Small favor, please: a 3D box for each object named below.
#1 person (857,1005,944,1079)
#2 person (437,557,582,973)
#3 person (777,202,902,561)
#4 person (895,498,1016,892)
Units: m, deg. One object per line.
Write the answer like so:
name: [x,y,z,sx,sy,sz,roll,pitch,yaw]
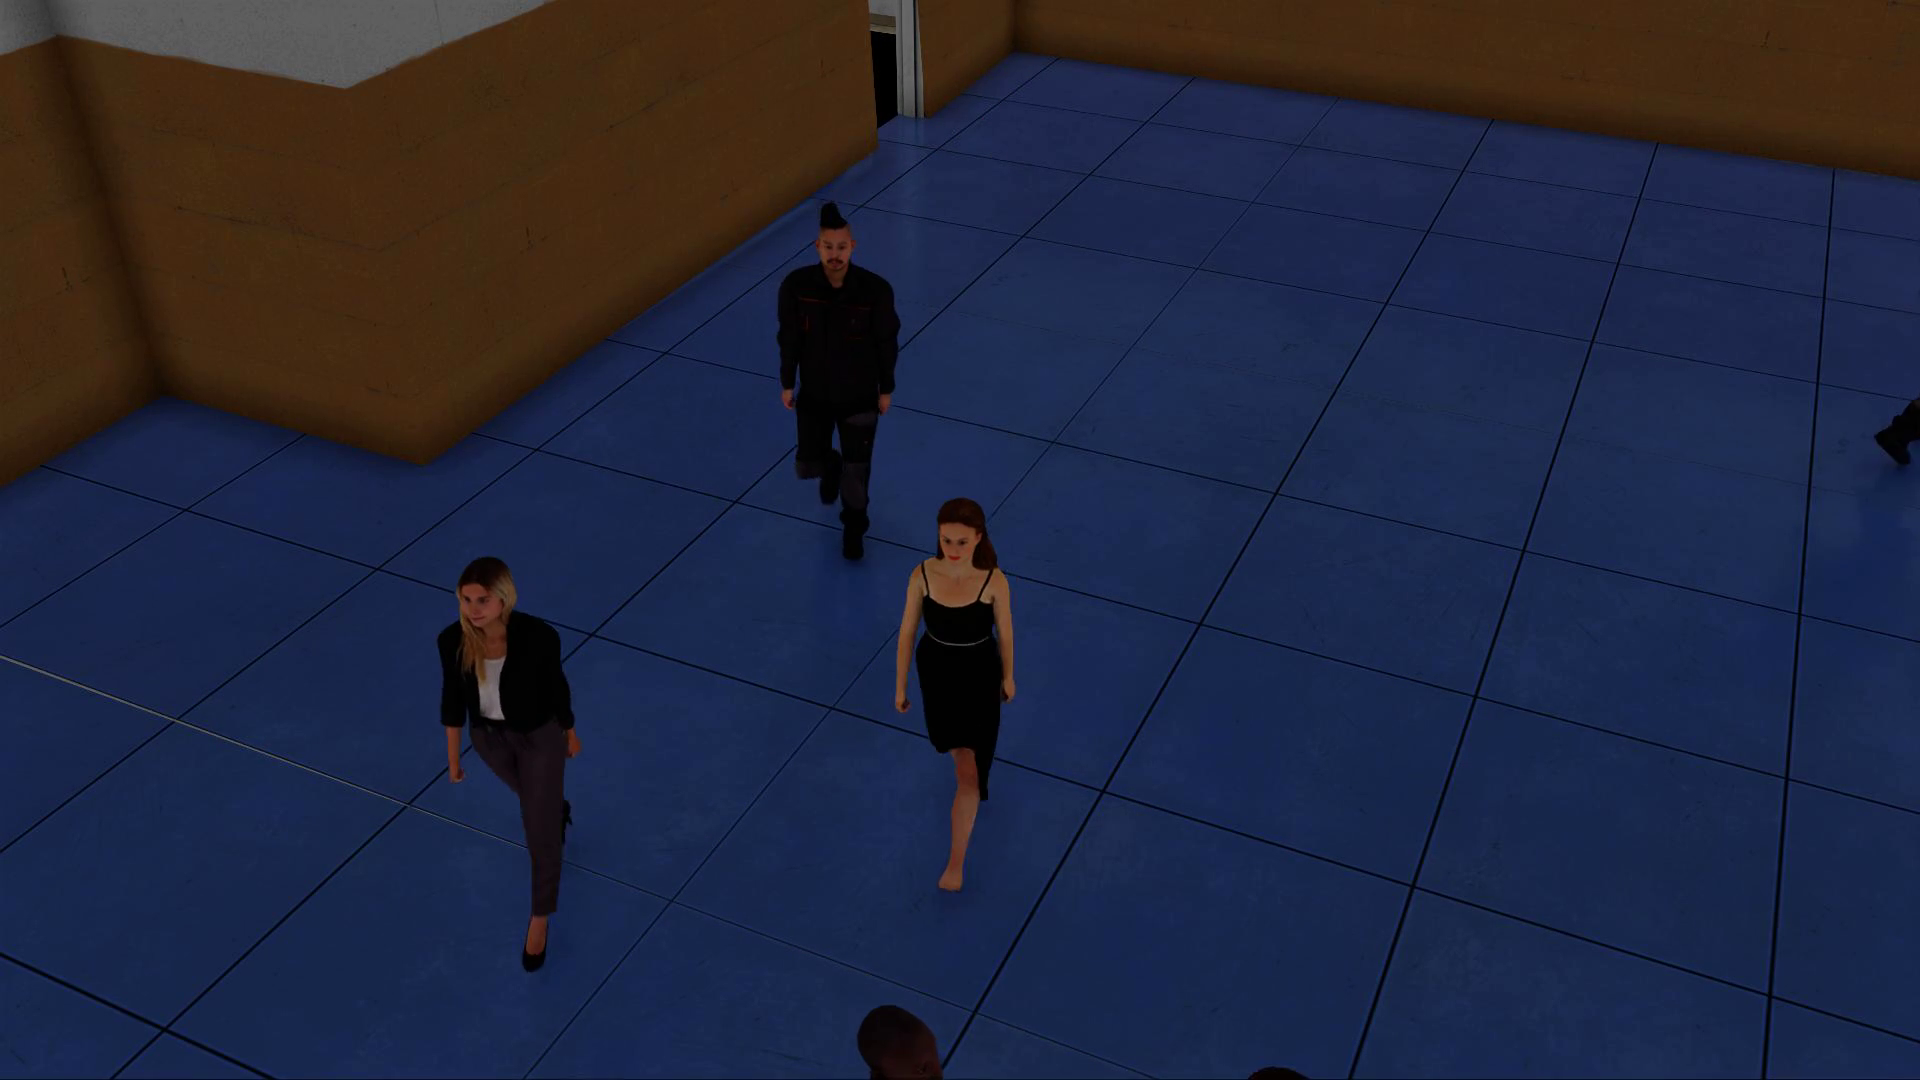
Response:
person: [-0.173,1.860,4.408,0.577,1.761,0.658,11,35,16]
person: [-1.632,0.723,6.246,1.069,1.619,0.905,3,34,4]
person: [-0.611,-0.822,8.337,0.953,1.851,1.000,2,34,3]
person: [0.020,0.498,6.608,0.991,1.593,0.771,8,34,12]
